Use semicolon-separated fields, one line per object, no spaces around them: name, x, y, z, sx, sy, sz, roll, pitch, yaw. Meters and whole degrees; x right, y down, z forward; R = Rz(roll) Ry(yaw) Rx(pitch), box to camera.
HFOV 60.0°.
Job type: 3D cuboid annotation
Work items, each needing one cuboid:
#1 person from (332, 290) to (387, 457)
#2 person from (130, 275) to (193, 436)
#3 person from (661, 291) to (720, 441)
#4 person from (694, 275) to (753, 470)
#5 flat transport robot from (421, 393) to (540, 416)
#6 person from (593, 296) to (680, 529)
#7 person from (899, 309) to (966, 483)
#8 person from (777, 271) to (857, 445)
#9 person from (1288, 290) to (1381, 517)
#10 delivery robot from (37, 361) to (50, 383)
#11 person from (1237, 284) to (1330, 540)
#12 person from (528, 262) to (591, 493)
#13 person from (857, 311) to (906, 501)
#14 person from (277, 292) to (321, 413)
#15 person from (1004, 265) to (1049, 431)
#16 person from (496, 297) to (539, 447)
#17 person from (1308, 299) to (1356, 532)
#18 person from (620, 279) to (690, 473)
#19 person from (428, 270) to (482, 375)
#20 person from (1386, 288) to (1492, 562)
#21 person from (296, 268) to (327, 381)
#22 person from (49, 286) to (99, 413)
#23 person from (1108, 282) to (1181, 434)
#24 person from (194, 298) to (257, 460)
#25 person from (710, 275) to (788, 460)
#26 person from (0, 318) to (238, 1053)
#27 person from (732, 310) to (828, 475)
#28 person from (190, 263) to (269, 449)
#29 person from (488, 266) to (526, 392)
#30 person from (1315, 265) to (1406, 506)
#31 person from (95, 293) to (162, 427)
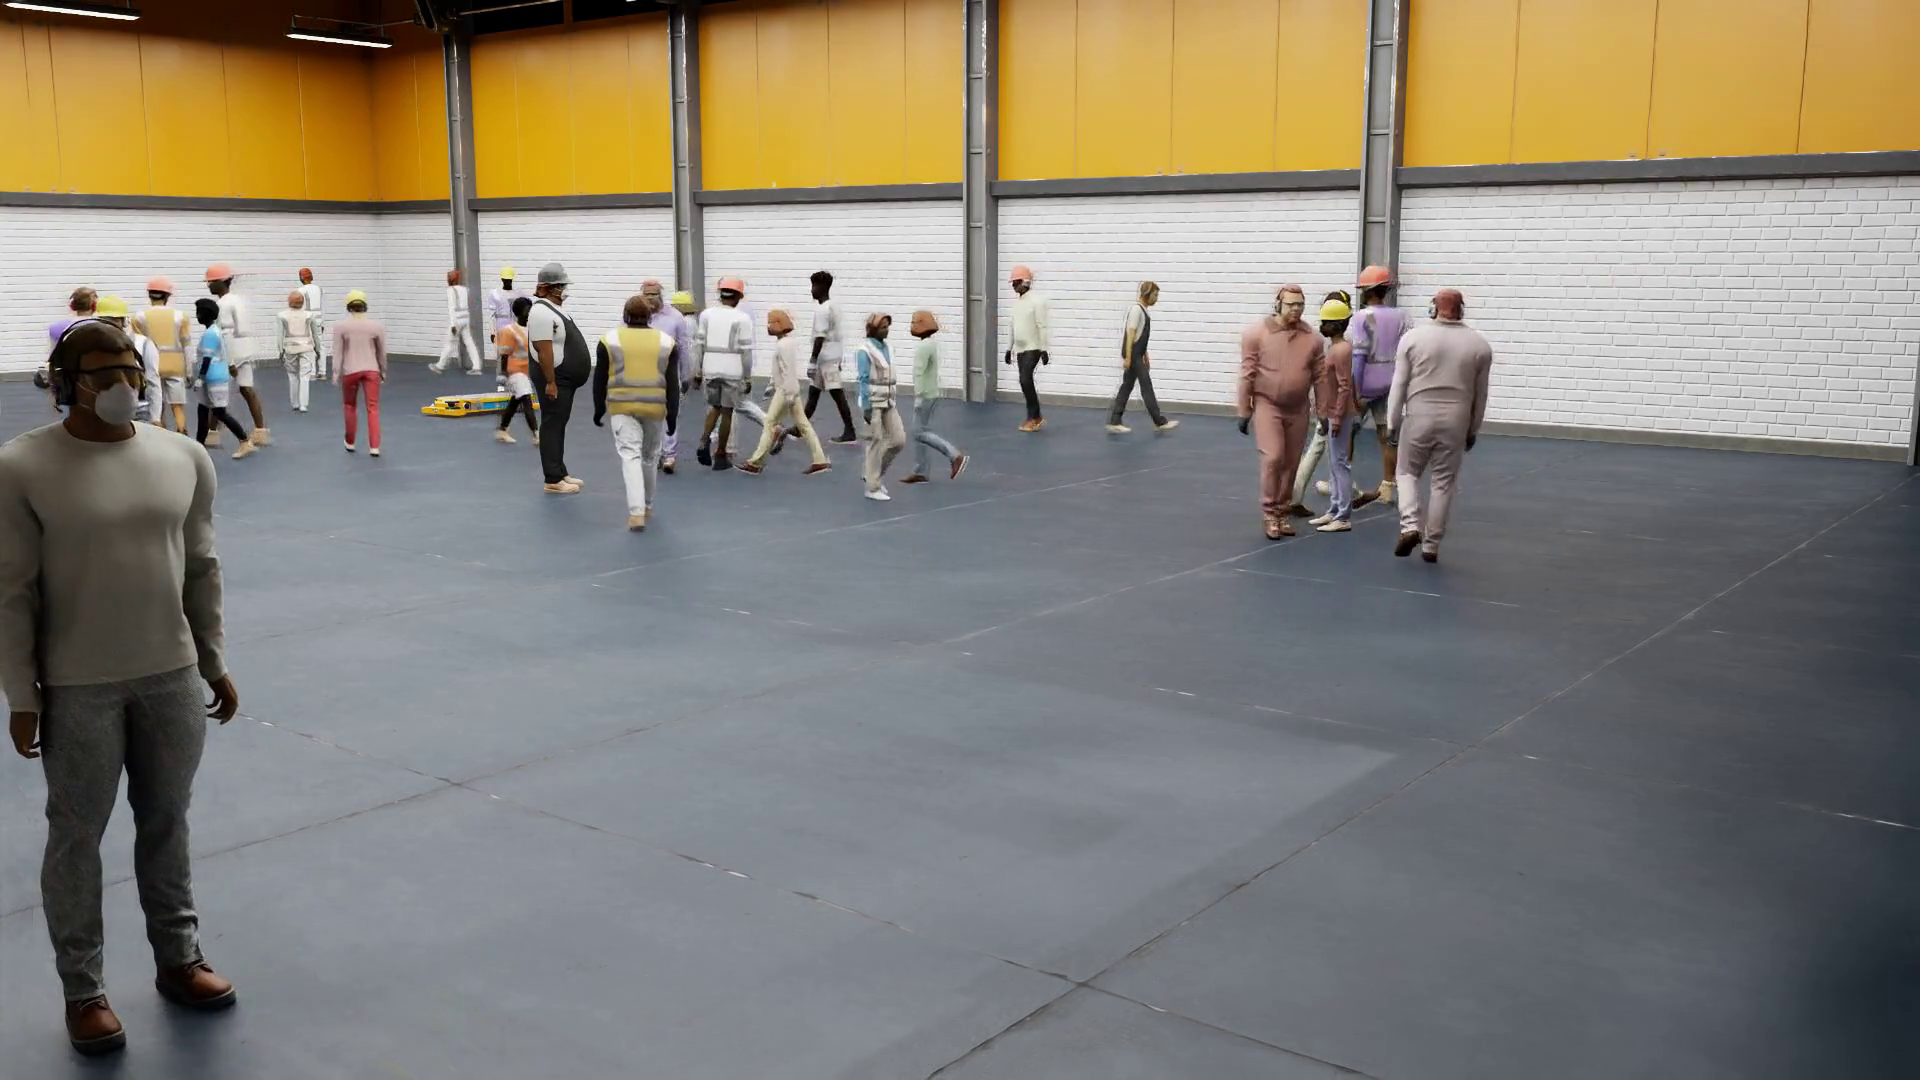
person;-6.338;-1.757;17.547;0.574;1.720;0.864;-5;11;-27
person;-8.005;-1.705;16.740;0.547;1.906;0.771;-6;11;-29
person;-3.096;-1.954;18.793;0.934;1.683;0.493;1;10;6
person;-2.298;-1.628;16.290;0.589;1.898;0.508;3;10;17
flat transport robot;-6.367;-1.821;22.149;0.652;0.197;1.431;8;12;37
person;-2.513;-0.995;12.952;0.638;1.798;0.984;-4;10;-20
person;-0.266;-1.302;15.228;0.548;1.611;0.505;1;10;4
person;-1.590;-2.009;18.444;0.969;1.914;0.630;1;10;5
person;3.021;-1.088;13.390;0.992;1.811;0.546;-4;11;-22
delivery robot;-14.148;-2.713;26.245;0.477;0.478;0.707;6;11;31
person;2.429;-0.942;12.312;0.669;1.884;0.657;-2;10;-11
person;-3.559;-1.447;14.829;0.537;2.000;0.679;-1;10;-6
person;-0.683;-1.141;14.248;0.375;1.624;0.536;6;12;32
person;-8.882;-2.530;22.388;0.535;1.596;0.818;-3;10;-18
person;0.774;-2.269;19.801;0.521;1.973;0.638;-6;12;-32
person;-4.837;-1.848;18.312;0.881;1.646;0.534;4;10;20
person;2.847;-0.943;12.693;0.331;1.768;0.526;1;10;5
person;-2.960;-1.567;16.047;0.665;1.866;0.943;0;10;-2
person;-8.852;-3.803;29.162;1.008;1.822;0.611;3;10;17
person;3.270;-0.779;11.418;0.681;1.880;0.404;1;10;6
person;-10.883;-3.610;27.867;0.354;1.887;0.573;4;11;24
person;-7.607;-1.296;14.568;0.593;1.827;0.452;-2;10;-14
person;2.171;-2.120;19.512;0.940;1.779;0.589;2;10;11
person;-7.641;-1.640;17.020;0.752;1.667;0.535;-4;11;-23
person;-2.210;-1.743;16.967;0.776;1.912;0.628;2;10;12
person;-2.274;0.377;4.509;0.372;1.940;0.627;8;12;38
person;-1.699;-1.403;15.902;0.909;1.581;0.494;1;10;3
person;-8.043;-1.990;18.106;0.936;2.005;0.636;0;10;-3
person;-6.923;-3.229;25.539;0.594;1.922;0.385;-6;12;-32
person;3.436;-1.319;14.187;0.628;2.001;0.949;-6;11;-31
person;-6.335;-0.948;12.567;0.595;1.817;0.420;-2;10;-13
